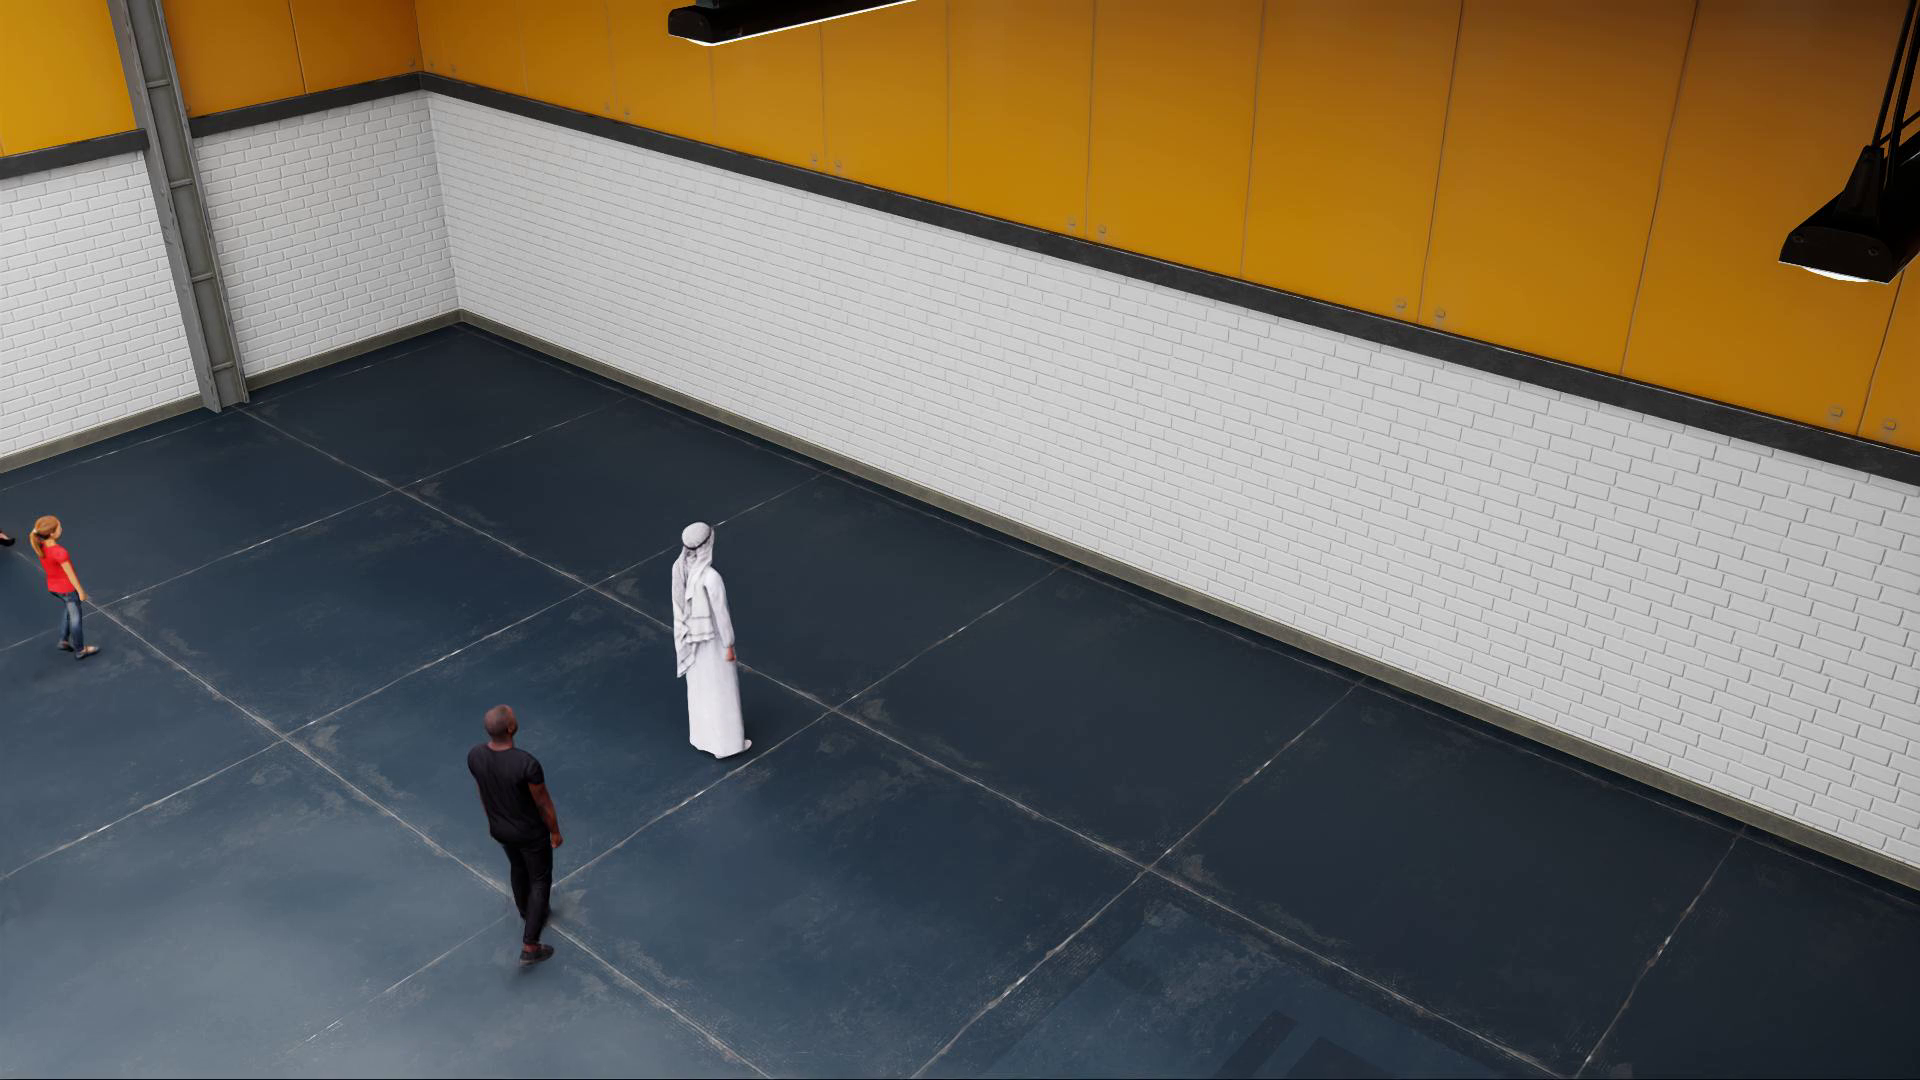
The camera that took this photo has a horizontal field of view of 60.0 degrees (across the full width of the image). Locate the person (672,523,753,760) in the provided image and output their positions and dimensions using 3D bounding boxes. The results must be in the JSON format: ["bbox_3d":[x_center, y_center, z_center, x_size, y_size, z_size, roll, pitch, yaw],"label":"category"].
[{"bbox_3d":[-1.864,0.734,12.246,0.681,1.926,0.614,21,35,34],"label":"person"}]

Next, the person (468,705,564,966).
[{"bbox_3d":[-2.750,1.821,10.351,0.796,1.833,0.891,11,31,19],"label":"person"}]

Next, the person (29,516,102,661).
[{"bbox_3d":[-7.325,0.419,13.480,0.529,1.297,0.573,16,32,27],"label":"person"}]
